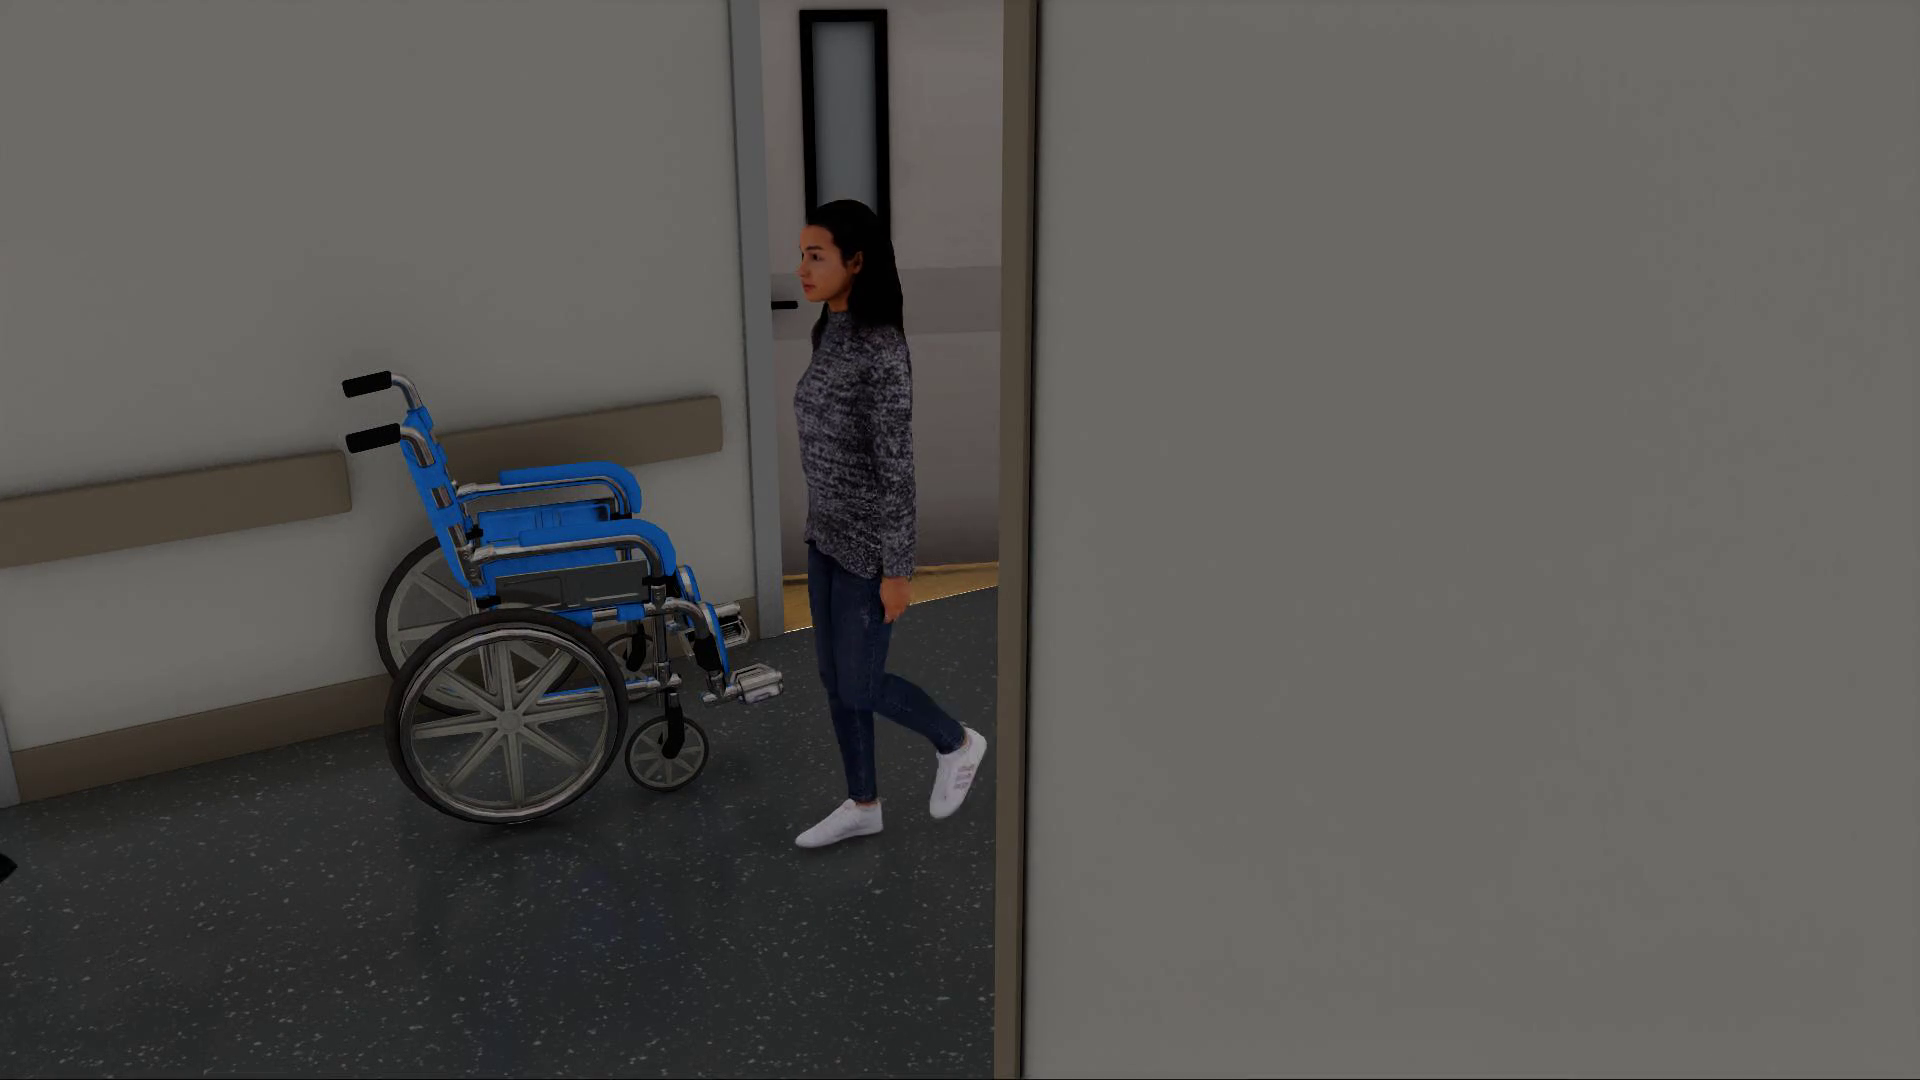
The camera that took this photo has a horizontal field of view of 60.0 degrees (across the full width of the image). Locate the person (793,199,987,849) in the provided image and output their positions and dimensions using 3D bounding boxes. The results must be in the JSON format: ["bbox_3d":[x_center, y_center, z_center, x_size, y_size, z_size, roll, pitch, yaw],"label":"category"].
[{"bbox_3d":[-0.180,-0.005,4.275,0.744,1.722,0.638,-11,23,-27],"label":"person"}]
